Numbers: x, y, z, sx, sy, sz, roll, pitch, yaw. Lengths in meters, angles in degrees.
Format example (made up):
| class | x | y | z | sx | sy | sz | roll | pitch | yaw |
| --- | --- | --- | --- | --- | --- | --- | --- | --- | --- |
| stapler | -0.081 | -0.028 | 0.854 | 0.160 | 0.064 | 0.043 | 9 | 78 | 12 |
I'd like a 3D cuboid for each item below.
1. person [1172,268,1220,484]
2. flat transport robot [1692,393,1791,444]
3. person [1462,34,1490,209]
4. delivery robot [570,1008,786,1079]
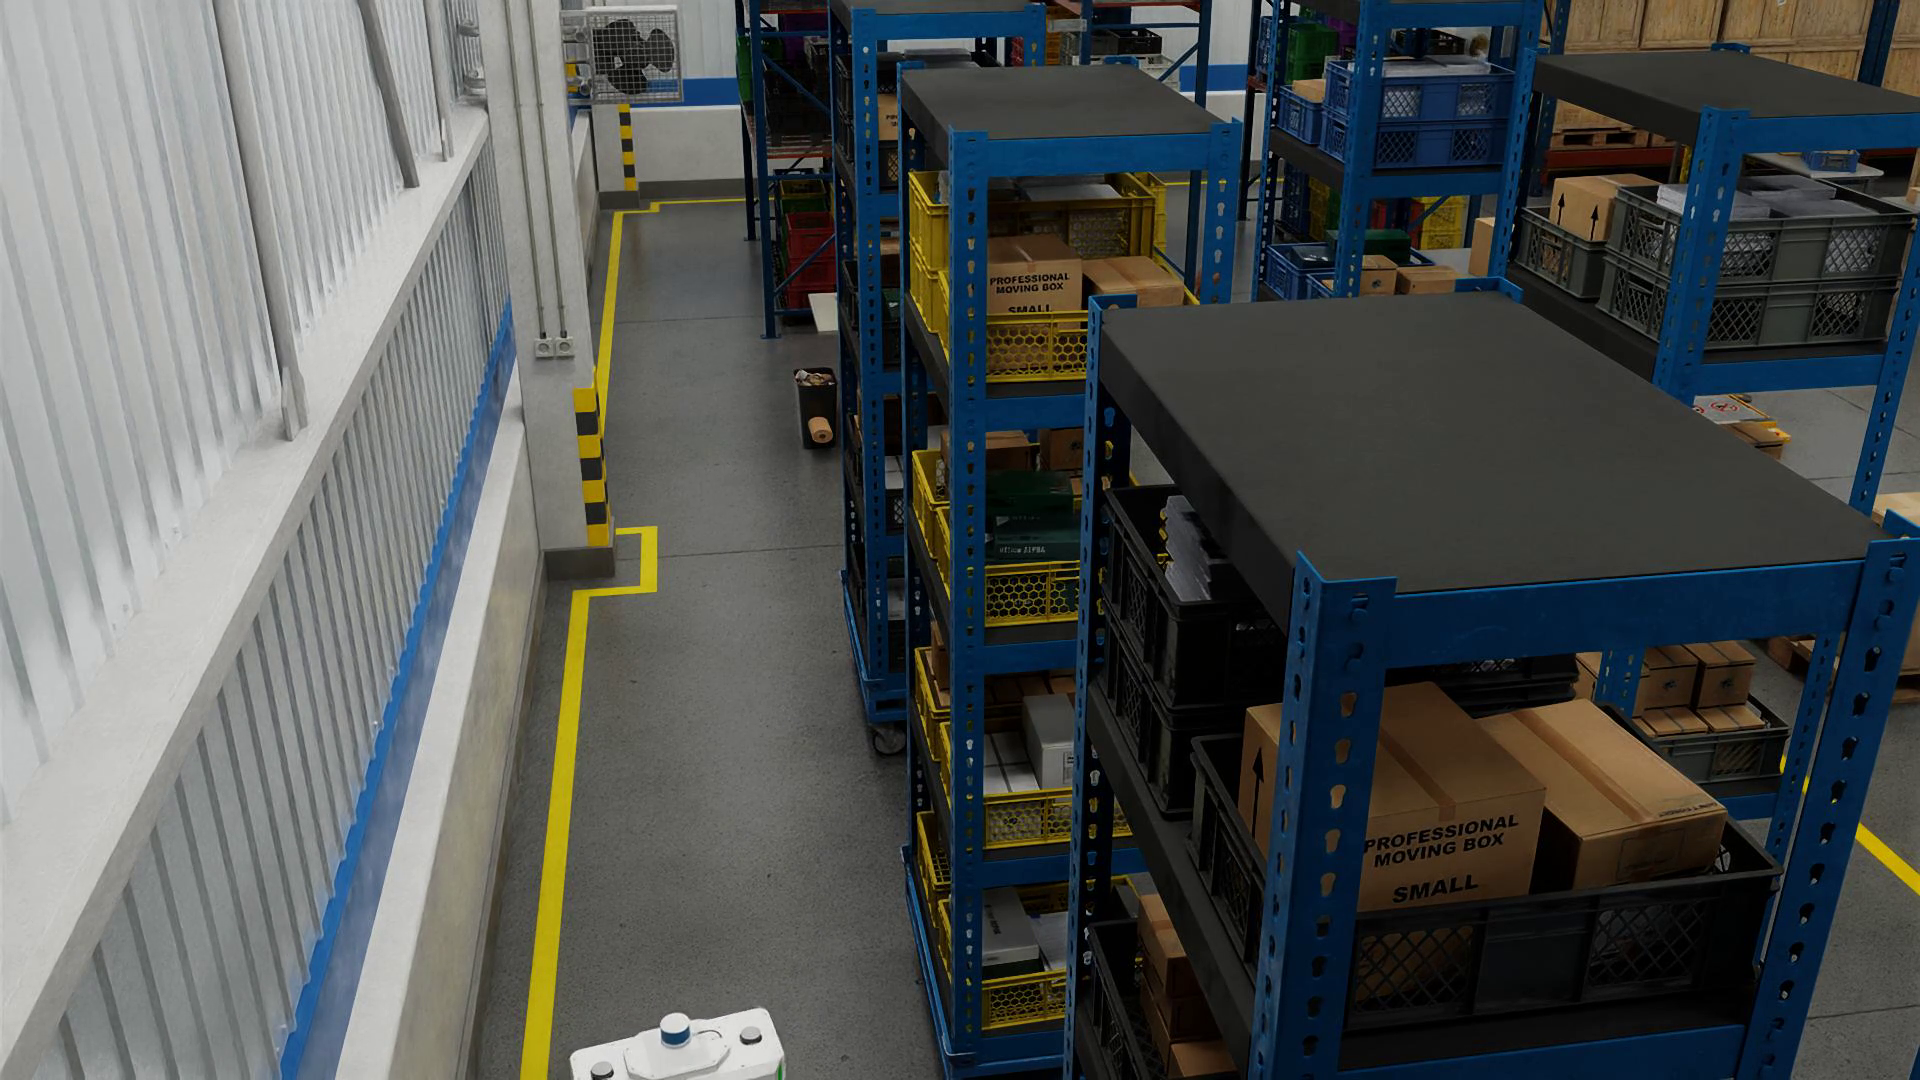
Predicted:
| class | x | y | z | sx | sy | sz | roll | pitch | yaw |
| --- | --- | --- | --- | --- | --- | --- | --- | --- | --- |
| person | 1.594 | -0.987 | 10.784 | 0.513 | 1.641 | 0.307 | 6 | 25 | 12 |
| flat transport robot | 5.224 | -0.859 | 12.132 | 1.431 | 0.197 | 0.652 | -4 | 25 | -8 |
| person | 5.537 | -4.670 | 18.480 | 0.655 | 1.913 | 0.696 | -5 | 25 | -10 |
| delivery robot | -0.970 | 1.863 | 5.771 | 0.707 | 0.478 | 0.477 | -9 | 26 | -18 |
